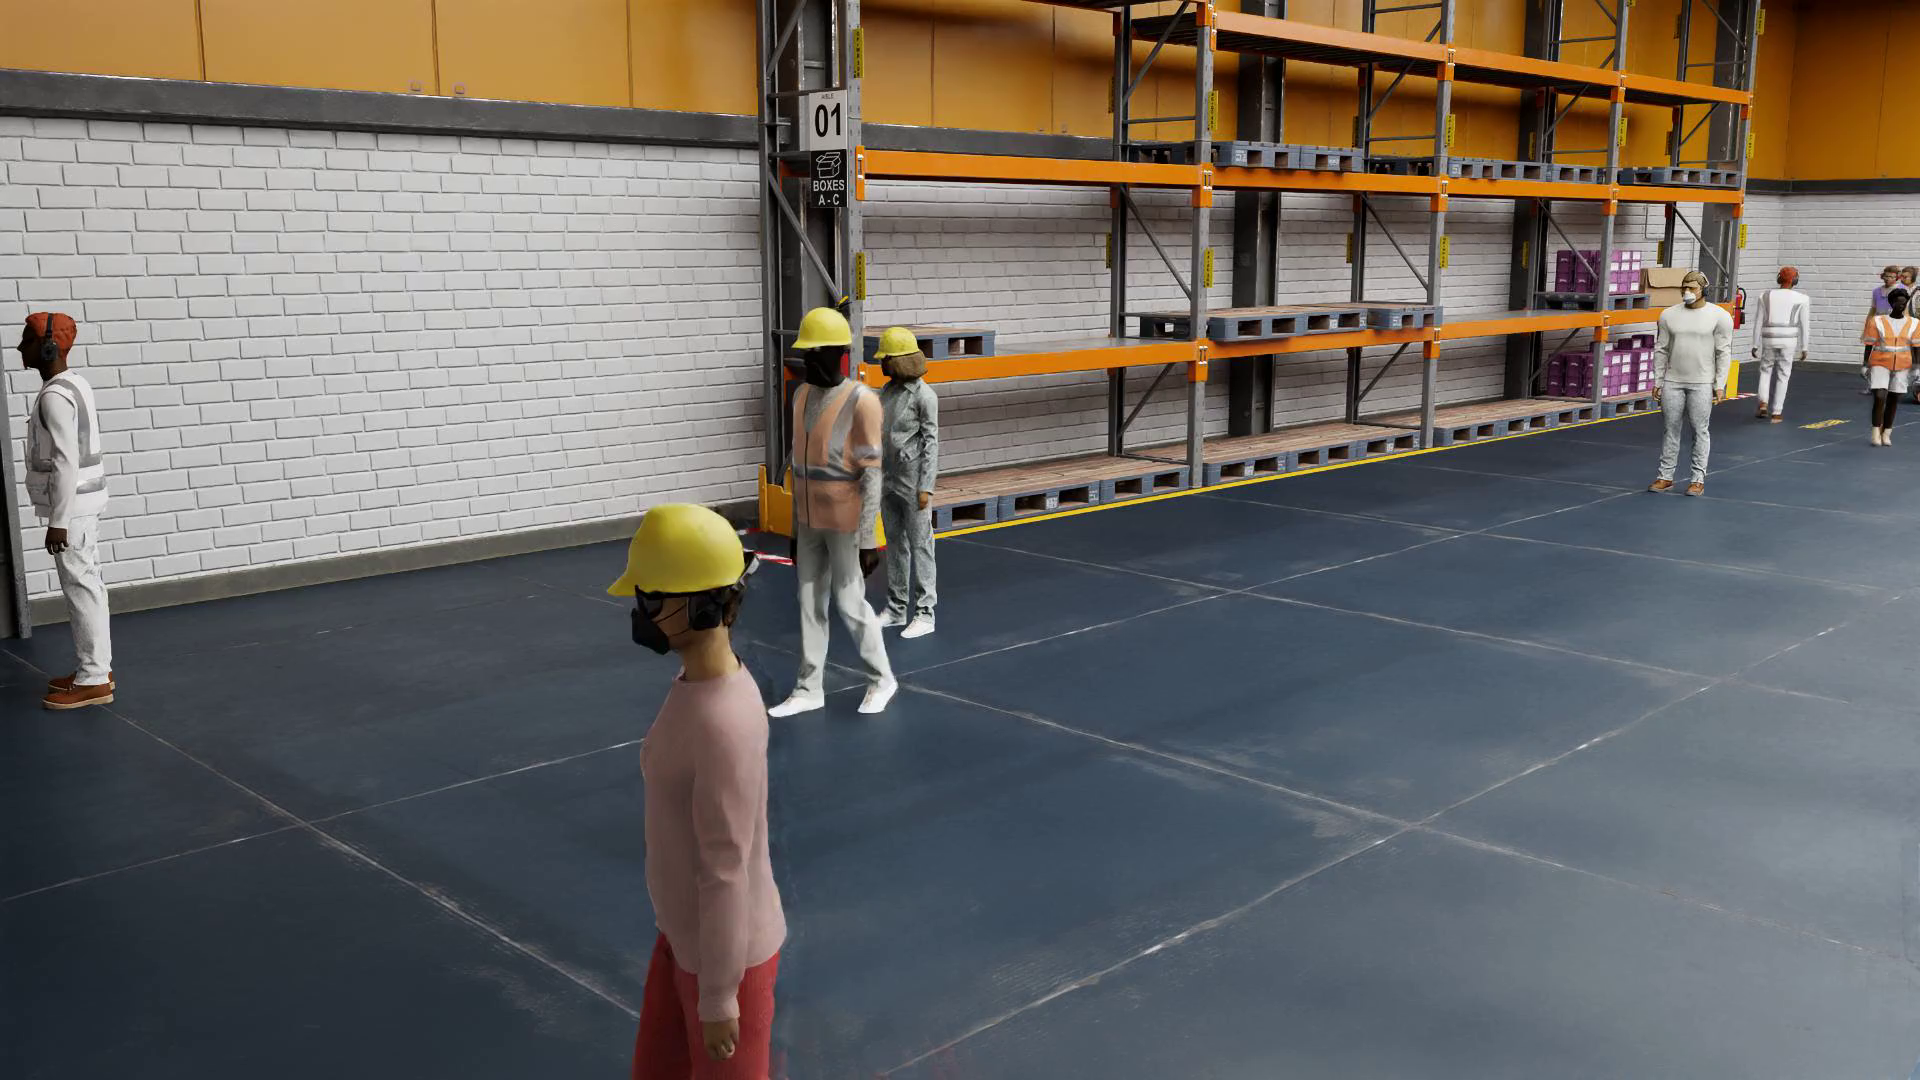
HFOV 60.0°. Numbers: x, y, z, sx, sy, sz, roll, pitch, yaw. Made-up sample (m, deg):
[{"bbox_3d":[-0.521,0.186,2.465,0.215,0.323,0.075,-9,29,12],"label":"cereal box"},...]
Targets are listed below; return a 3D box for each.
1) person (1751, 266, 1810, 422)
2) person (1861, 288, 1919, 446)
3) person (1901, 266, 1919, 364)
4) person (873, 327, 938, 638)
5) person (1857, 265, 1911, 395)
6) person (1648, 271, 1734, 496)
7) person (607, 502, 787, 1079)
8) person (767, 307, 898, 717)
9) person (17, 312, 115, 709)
[{"bbox_3d":[9.840,-2.338,19.939,0.617,1.876,0.406,7,13,34],"label":"person"},{"bbox_3d":[9.873,-1.813,17.591,0.558,1.674,0.593,3,11,15],"label":"person"},{"bbox_3d":[13.570,-3.005,23.769,0.876,1.817,0.523,-4,11,-20],"label":"person"},{"bbox_3d":[-0.329,-0.321,9.325,0.311,1.737,0.483,-9,13,-39],"label":"person"},{"bbox_3d":[12.953,-2.921,23.253,0.430,1.827,0.658,-3,11,-15],"label":"person"},{"bbox_3d":[6.303,-1.350,14.381,0.635,1.937,0.354,10,14,42],"label":"person"},{"bbox_3d":[-0.424,0.782,3.306,0.739,1.744,0.527,-3,11,-15],"label":"person"},{"bbox_3d":[-0.583,-0.105,7.719,0.503,1.948,0.612,-10,14,-43],"label":"person"},{"bbox_3d":[-4.269,-0.142,7.946,0.356,1.884,0.574,-4,11,-22],"label":"person"}]
